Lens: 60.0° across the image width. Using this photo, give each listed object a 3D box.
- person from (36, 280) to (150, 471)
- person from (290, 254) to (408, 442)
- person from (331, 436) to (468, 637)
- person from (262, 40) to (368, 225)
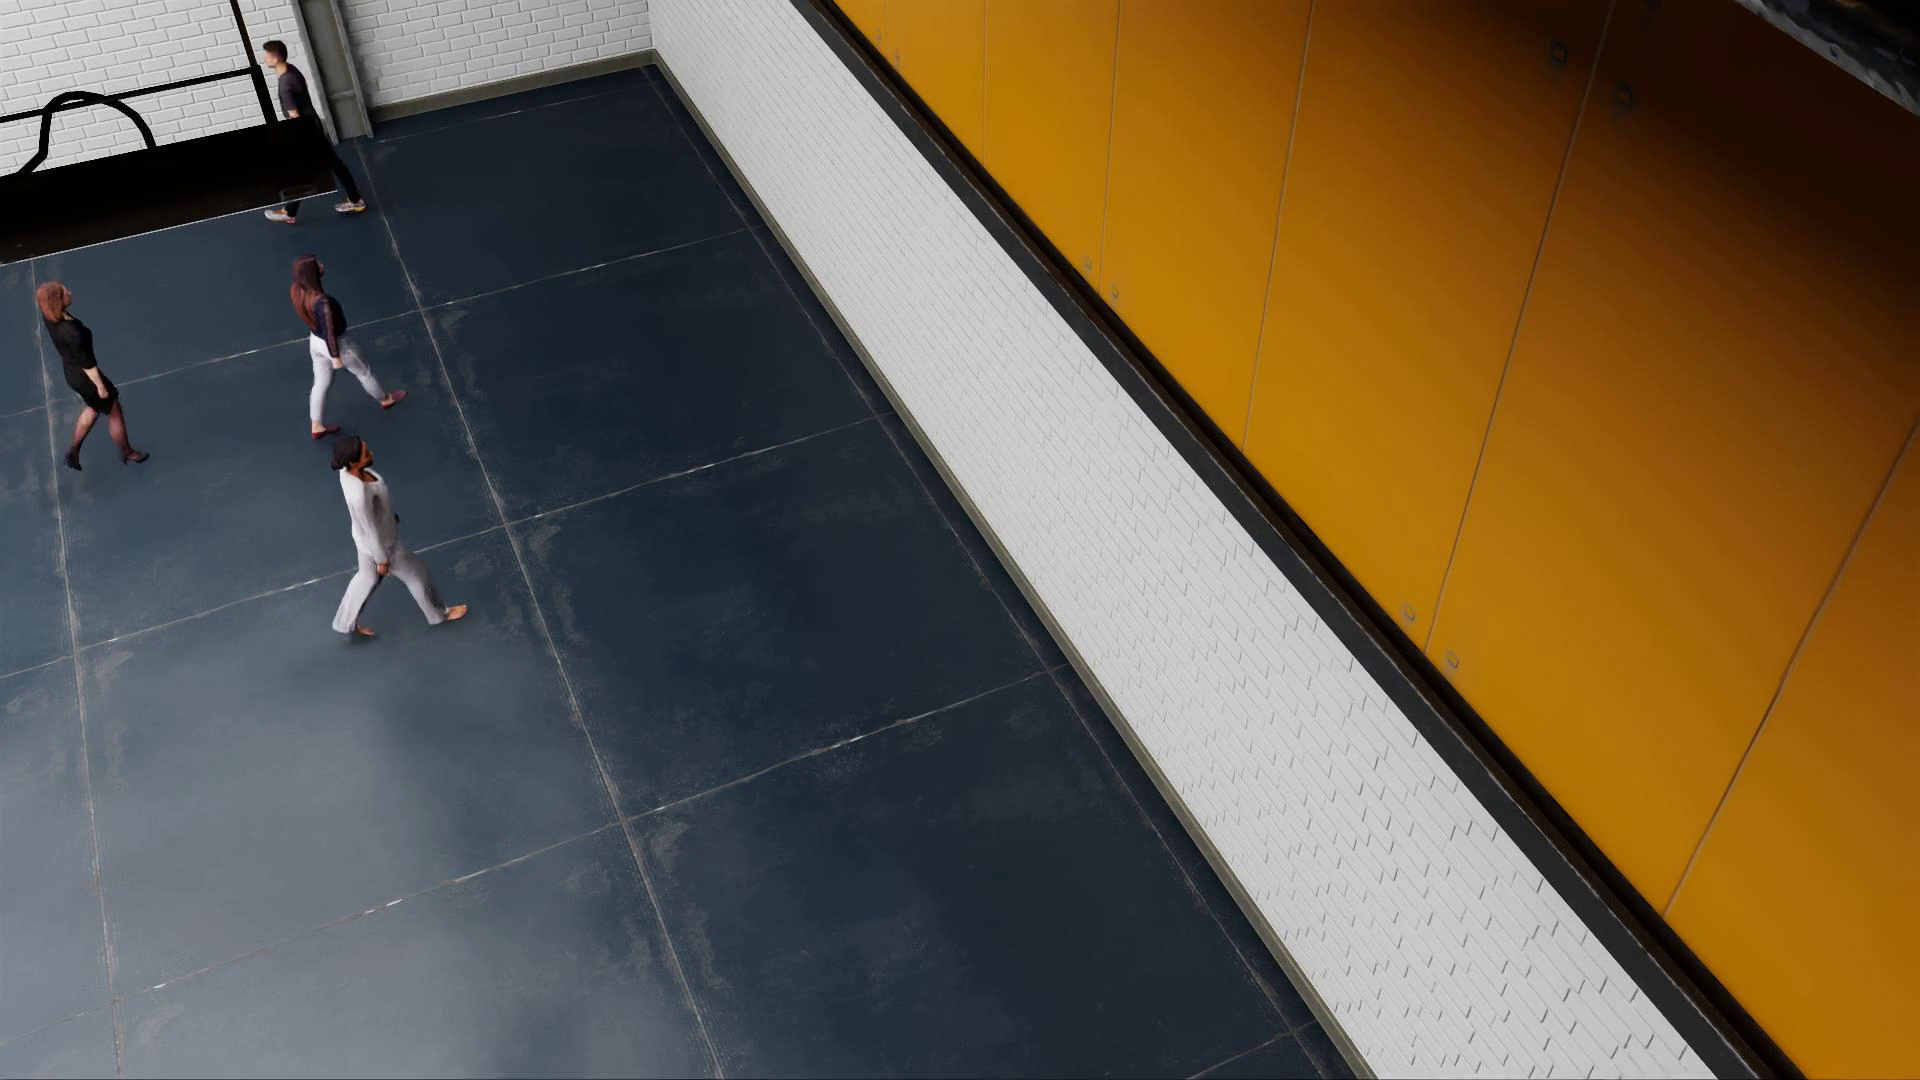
[{"bbox_3d":[-6.494,-1.142,12.227,0.788,1.695,0.915,30,51,27],"label":"person"},{"bbox_3d":[-4.828,-1.436,12.628,0.902,1.568,1.153,31,52,28],"label":"person"},{"bbox_3d":[-3.943,0.010,11.007,1.113,1.710,0.678,-21,47,-20],"label":"person"},{"bbox_3d":[-5.730,-3.612,14.802,1.159,1.720,0.829,-9,44,-9],"label":"person"}]
